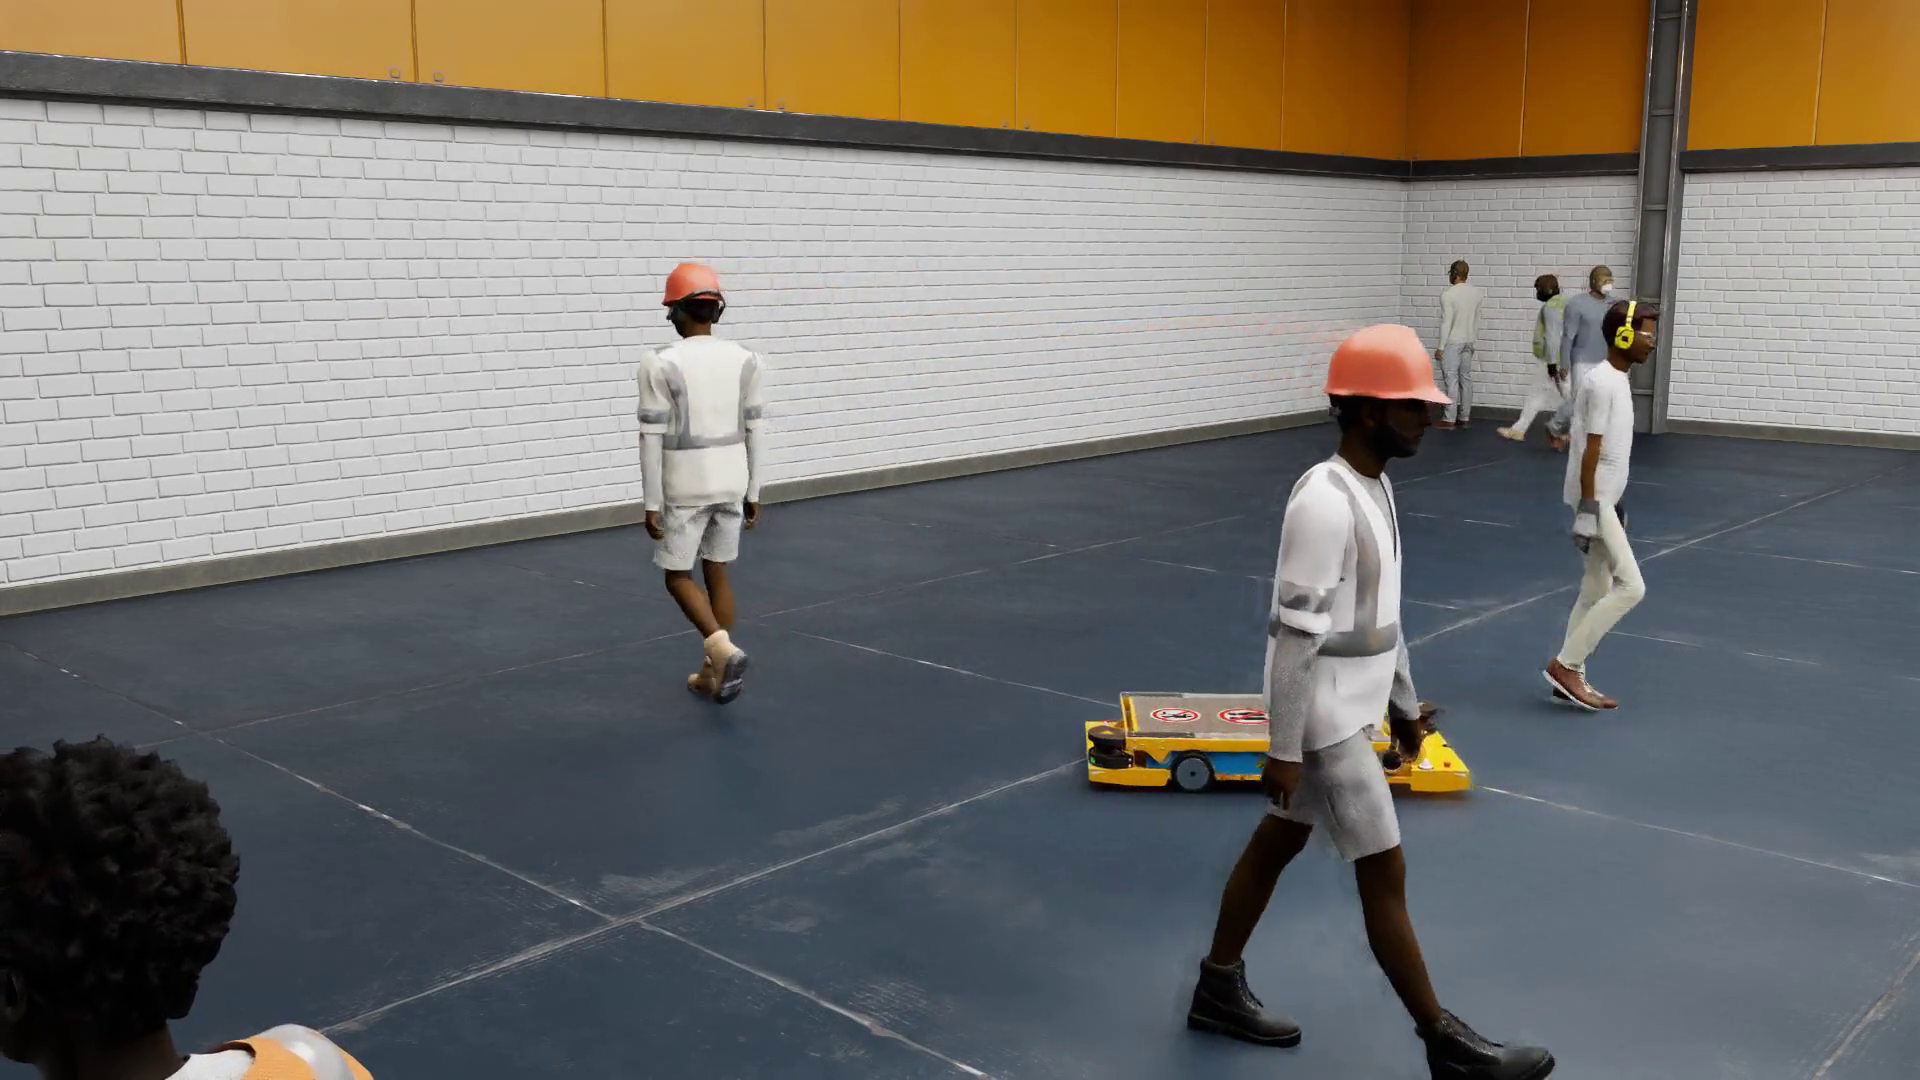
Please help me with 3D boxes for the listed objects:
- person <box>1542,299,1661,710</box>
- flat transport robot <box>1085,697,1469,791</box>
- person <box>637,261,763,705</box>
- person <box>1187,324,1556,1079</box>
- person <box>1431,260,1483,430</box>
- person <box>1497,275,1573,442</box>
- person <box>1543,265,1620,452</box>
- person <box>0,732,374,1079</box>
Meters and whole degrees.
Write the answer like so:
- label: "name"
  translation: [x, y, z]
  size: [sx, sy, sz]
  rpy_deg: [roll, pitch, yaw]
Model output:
- label: "person"
  translation: [2.889, -0.144, 7.447]
  size: [0.424, 1.845, 0.544]
  rpy_deg: [5, 11, 25]
- label: "flat transport robot"
  translation: [1.221, 0.791, 6.613]
  size: [1.431, 0.197, 0.652]
  rpy_deg: [1, 10, 3]
- label: "person"
  translation: [-1.117, -0.223, 7.433]
  size: [0.608, 2.025, 0.665]
  rpy_deg: [-7, 12, -35]
- label: "person"
  translation: [1.016, 0.421, 4.119]
  size: [0.977, 1.882, 0.565]
  rpy_deg: [4, 11, 22]
- label: "person"
  translation: [5.695, -2.233, 19.085]
  size: [0.636, 1.939, 0.364]
  rpy_deg: [-7, 12, -34]
- label: "person"
  translation: [6.280, -1.935, 17.814]
  size: [0.951, 1.780, 0.716]
  rpy_deg: [7, 12, 34]
- label: "person"
  translation: [6.149, -1.746, 16.371]
  size: [0.646, 1.922, 0.695]
  rpy_deg: [-3, 10, -16]
- label: "person"
  translation: [-0.662, 0.994, 1.424]
  size: [0.320, 1.689, 0.525]
  rpy_deg: [3, 10, 14]
